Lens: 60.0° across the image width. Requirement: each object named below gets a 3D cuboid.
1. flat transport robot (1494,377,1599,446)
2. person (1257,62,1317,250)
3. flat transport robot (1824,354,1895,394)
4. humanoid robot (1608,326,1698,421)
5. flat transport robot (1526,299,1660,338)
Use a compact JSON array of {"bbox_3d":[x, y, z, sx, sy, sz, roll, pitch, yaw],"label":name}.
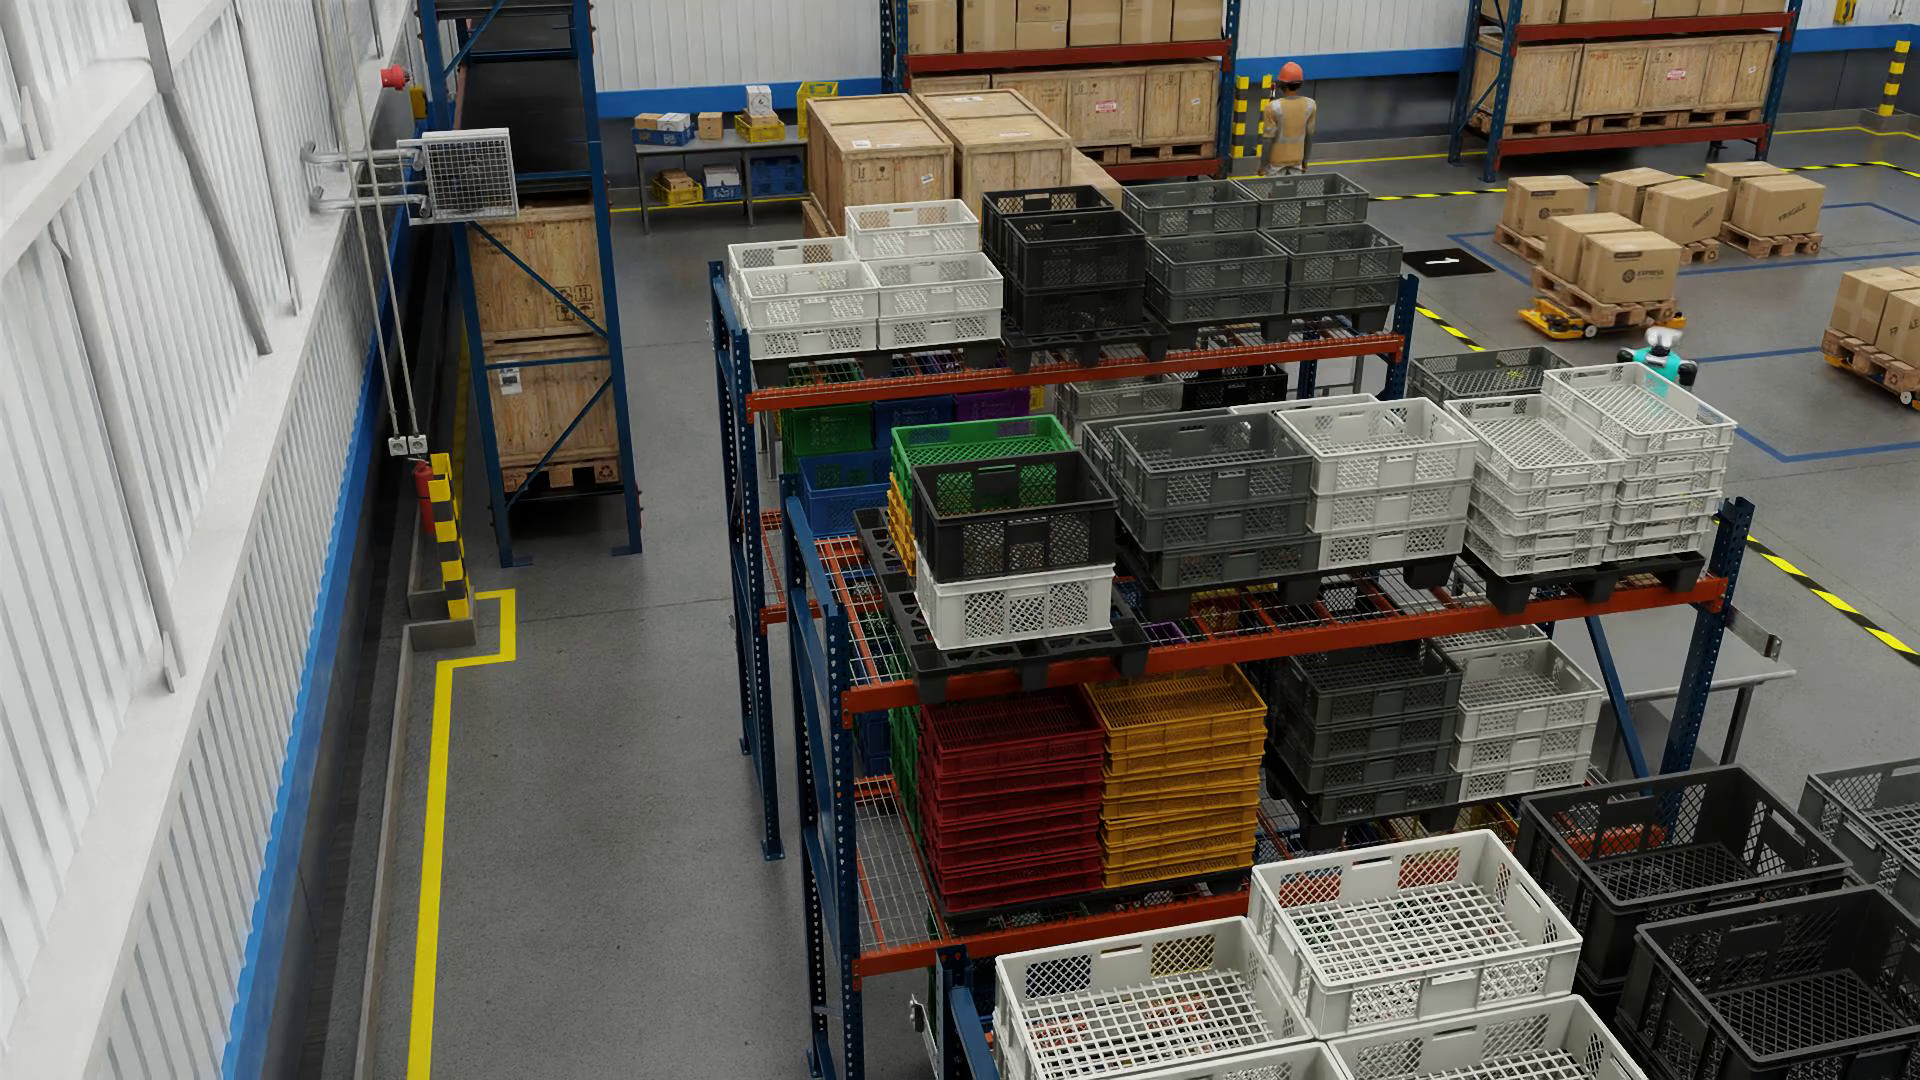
[{"bbox_3d":[4.780,-1.036,14.013,0.659,0.231,1.431,-6,28,-12],"label":"flat transport robot"},{"bbox_3d":[3.499,-4.118,17.954,0.607,2.048,0.365,-9,29,-16],"label":"person"},{"bbox_3d":[8.473,-1.467,14.800,0.652,0.197,1.431,-6,28,-12],"label":"flat transport robot"},{"bbox_3d":[4.887,-0.787,11.820,0.533,1.677,0.735,16,32,28],"label":"humanoid robot"},{"bbox_3d":[6.273,-2.219,16.227,1.431,0.197,0.652,-6,28,-12],"label":"flat transport robot"}]
